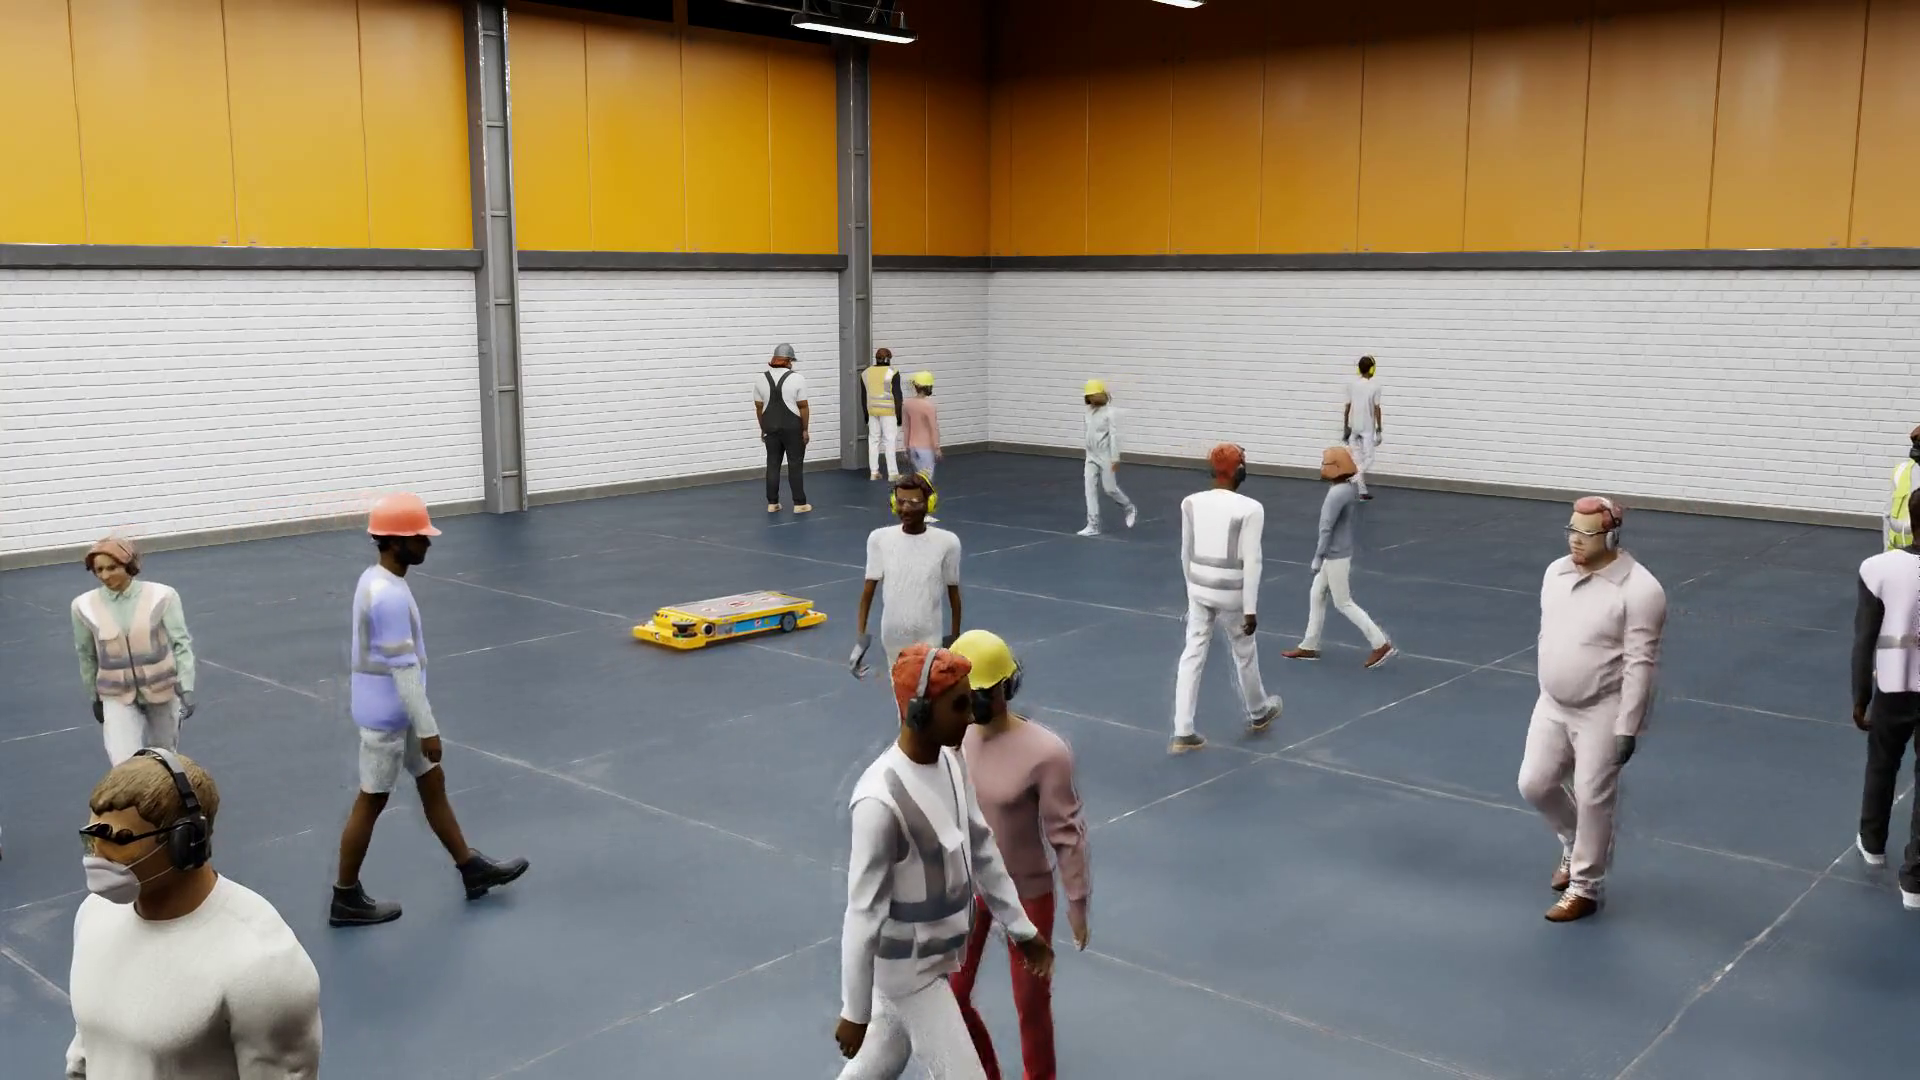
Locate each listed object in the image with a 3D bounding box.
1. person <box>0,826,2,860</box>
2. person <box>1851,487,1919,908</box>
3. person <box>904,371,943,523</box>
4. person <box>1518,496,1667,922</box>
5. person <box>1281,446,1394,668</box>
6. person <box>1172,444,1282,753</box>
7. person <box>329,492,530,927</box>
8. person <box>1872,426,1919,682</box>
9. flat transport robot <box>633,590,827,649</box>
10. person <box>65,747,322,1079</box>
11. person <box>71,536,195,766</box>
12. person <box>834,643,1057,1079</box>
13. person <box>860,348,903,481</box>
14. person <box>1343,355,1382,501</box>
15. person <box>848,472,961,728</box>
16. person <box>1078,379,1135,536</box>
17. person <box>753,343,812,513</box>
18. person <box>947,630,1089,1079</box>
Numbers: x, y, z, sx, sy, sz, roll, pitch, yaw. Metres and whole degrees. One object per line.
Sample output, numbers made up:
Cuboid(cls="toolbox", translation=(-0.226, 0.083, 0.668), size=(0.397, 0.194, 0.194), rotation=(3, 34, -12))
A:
Cuboid(cls="person", translation=(-4.796, 0.653, 7.778), size=(0.408, 1.905, 0.654), rotation=(0, 9, -1))
Cuboid(cls="person", translation=(4.447, 0.680, 7.698), size=(0.600, 1.875, 0.927), rotation=(5, 10, 27))
Cuboid(cls="person", translation=(-0.441, -1.045, 18.927), size=(0.431, 1.754, 0.530), rotation=(-6, 11, -35))
Cuboid(cls="person", translation=(2.741, 0.741, 7.280), size=(0.434, 1.890, 0.636), rotation=(-5, 10, -30))
Cuboid(cls="person", translation=(2.769, 0.120, 12.056), size=(0.789, 1.604, 0.498), rotation=(3, 10, 18))
Cuboid(cls="person", translation=(1.609, 0.330, 10.050), size=(0.604, 1.822, 1.007), rotation=(7, 12, 39))
Cuboid(cls="person", translation=(-2.365, 0.737, 7.289), size=(0.946, 1.890, 0.568), rotation=(-3, 10, -20))
Cuboid(cls="person", translation=(6.575, 0.116, 11.362), size=(0.430, 1.840, 0.625), rotation=(-4, 10, -23))
Cuboid(cls="flat transport robot", translation=(-1.806, 0.612, 13.156), size=(0.652, 0.197, 1.431), rotation=(9, 13, 44))
Cuboid(cls="person", translation=(-1.523, 1.351, 3.296), size=(0.631, 1.940, 0.372), rotation=(5, 10, 26))
Cuboid(cls="person", translation=(-3.997, 0.764, 8.076), size=(0.521, 1.578, 0.898), rotation=(-4, 10, -22))
Cuboid(cls="person", translation=(-0.088, 1.183, 4.706), size=(1.030, 1.825, 0.575), rotation=(2, 9, 14))
Cuboid(cls="person", translation=(-1.056, -1.726, 22.946), size=(0.623, 1.837, 0.430), rotation=(5, 10, 29))
Cuboid(cls="person", translation=(4.982, -1.372, 20.674), size=(0.683, 1.846, 0.531), rotation=(-8, 12, -42))
Cuboid(cls="person", translation=(-0.279, 0.551, 8.700), size=(0.537, 1.821, 0.993), rotation=(2, 9, 13))
Cuboid(cls="person", translation=(1.603, -0.916, 18.227), size=(0.710, 1.707, 0.540), rotation=(-8, 12, -40))
Cuboid(cls="person", translation=(-2.085, -1.348, 19.920), size=(0.673, 2.000, 0.535), rotation=(3, 10, 19))
Cuboid(cls="person", translation=(0.126, 1.128, 5.319), size=(0.634, 1.735, 0.473), rotation=(4, 10, 21))
